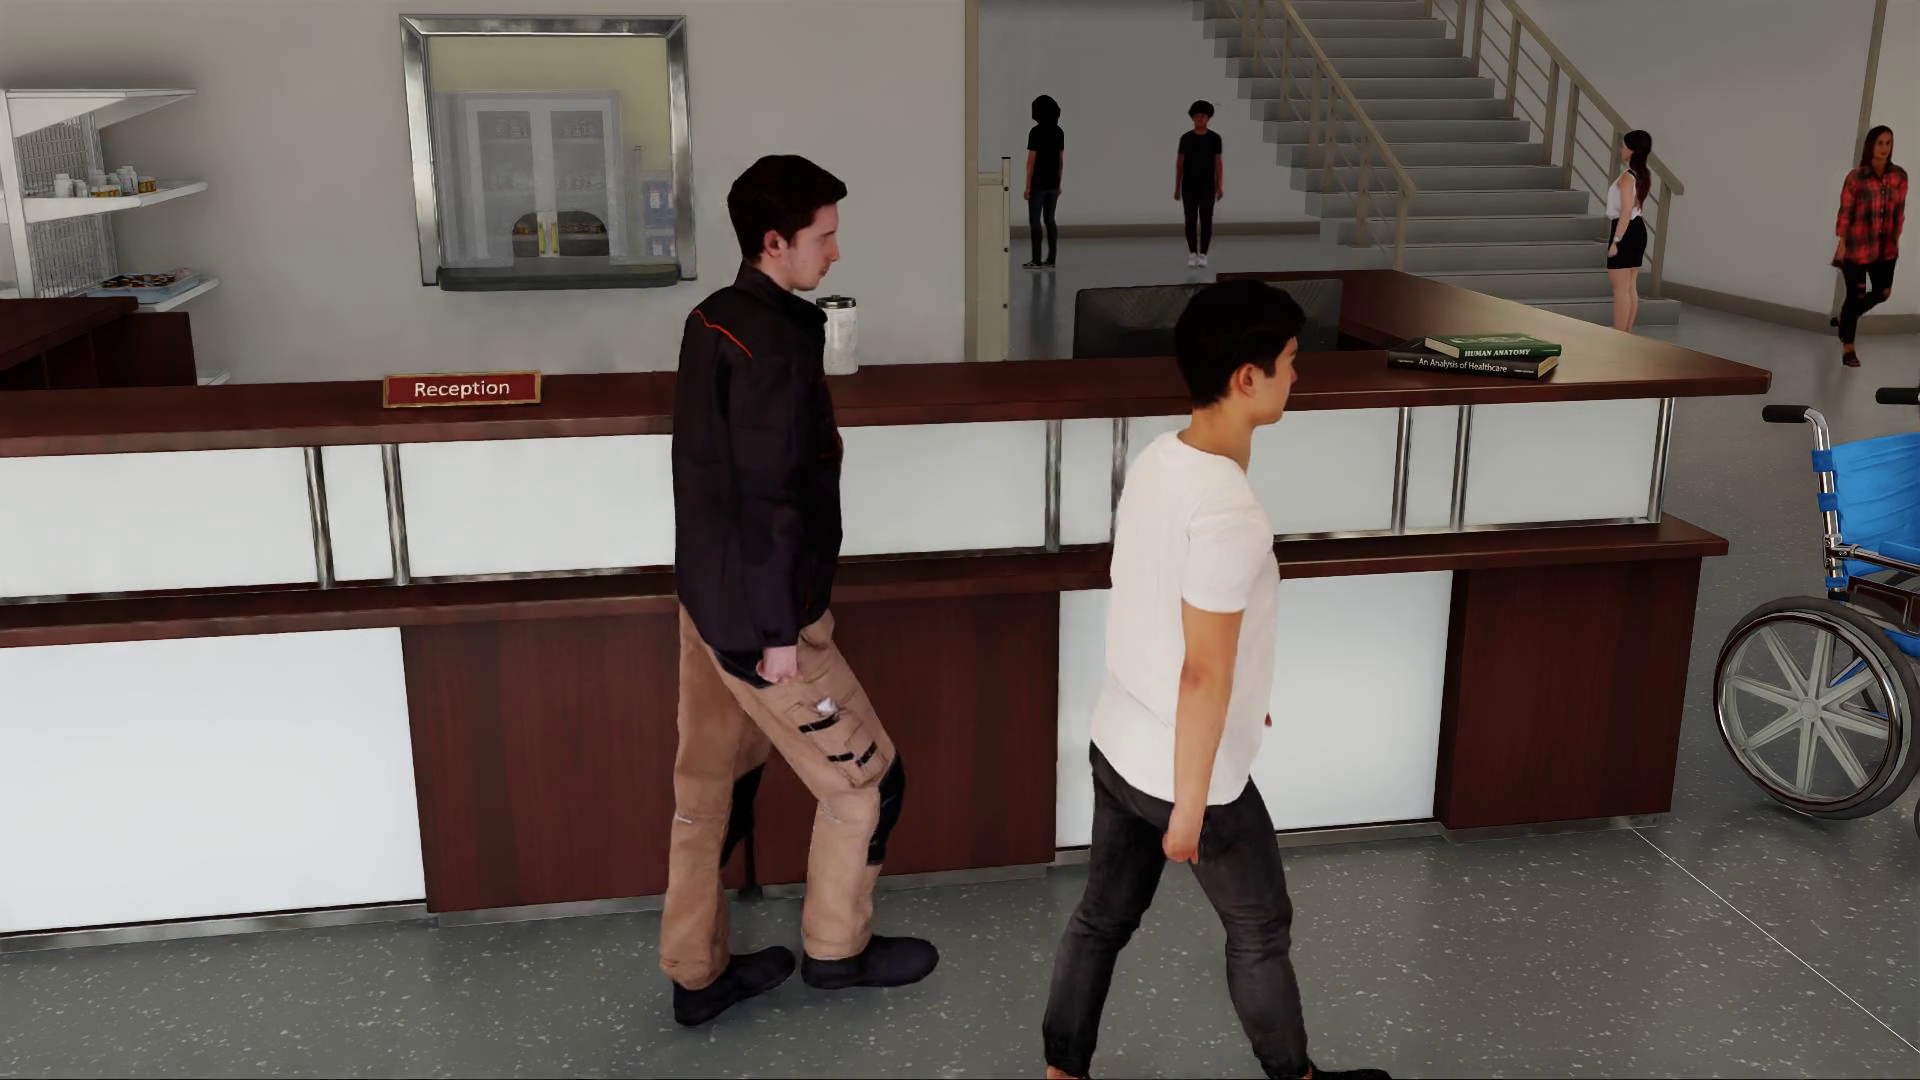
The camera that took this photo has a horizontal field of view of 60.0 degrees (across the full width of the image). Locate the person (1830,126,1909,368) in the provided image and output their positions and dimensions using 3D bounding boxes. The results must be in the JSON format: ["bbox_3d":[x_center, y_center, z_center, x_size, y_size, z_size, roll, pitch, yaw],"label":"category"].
[{"bbox_3d":[6.481,-2.099,11.941,0.689,1.691,0.837,0,16,0],"label":"person"}]

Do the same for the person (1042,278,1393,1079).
[{"bbox_3d":[0.322,0.383,3.082,0.764,1.691,0.904,-5,16,-17],"label":"person"}]

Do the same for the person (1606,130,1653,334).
[{"bbox_3d":[5.005,-2.231,12.486,0.685,1.650,0.630,12,19,35],"label":"person"}]

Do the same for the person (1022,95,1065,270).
[{"bbox_3d":[0.911,-3.845,17.867,0.715,1.823,0.706,-12,20,-36],"label":"person"}]

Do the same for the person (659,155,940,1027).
[{"bbox_3d":[-0.508,0.175,3.495,0.958,1.898,0.923,-10,18,-31],"label":"person"}]

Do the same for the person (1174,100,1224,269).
[{"bbox_3d":[2.587,-3.823,17.927,0.883,1.762,1.021,5,16,16],"label":"person"}]
